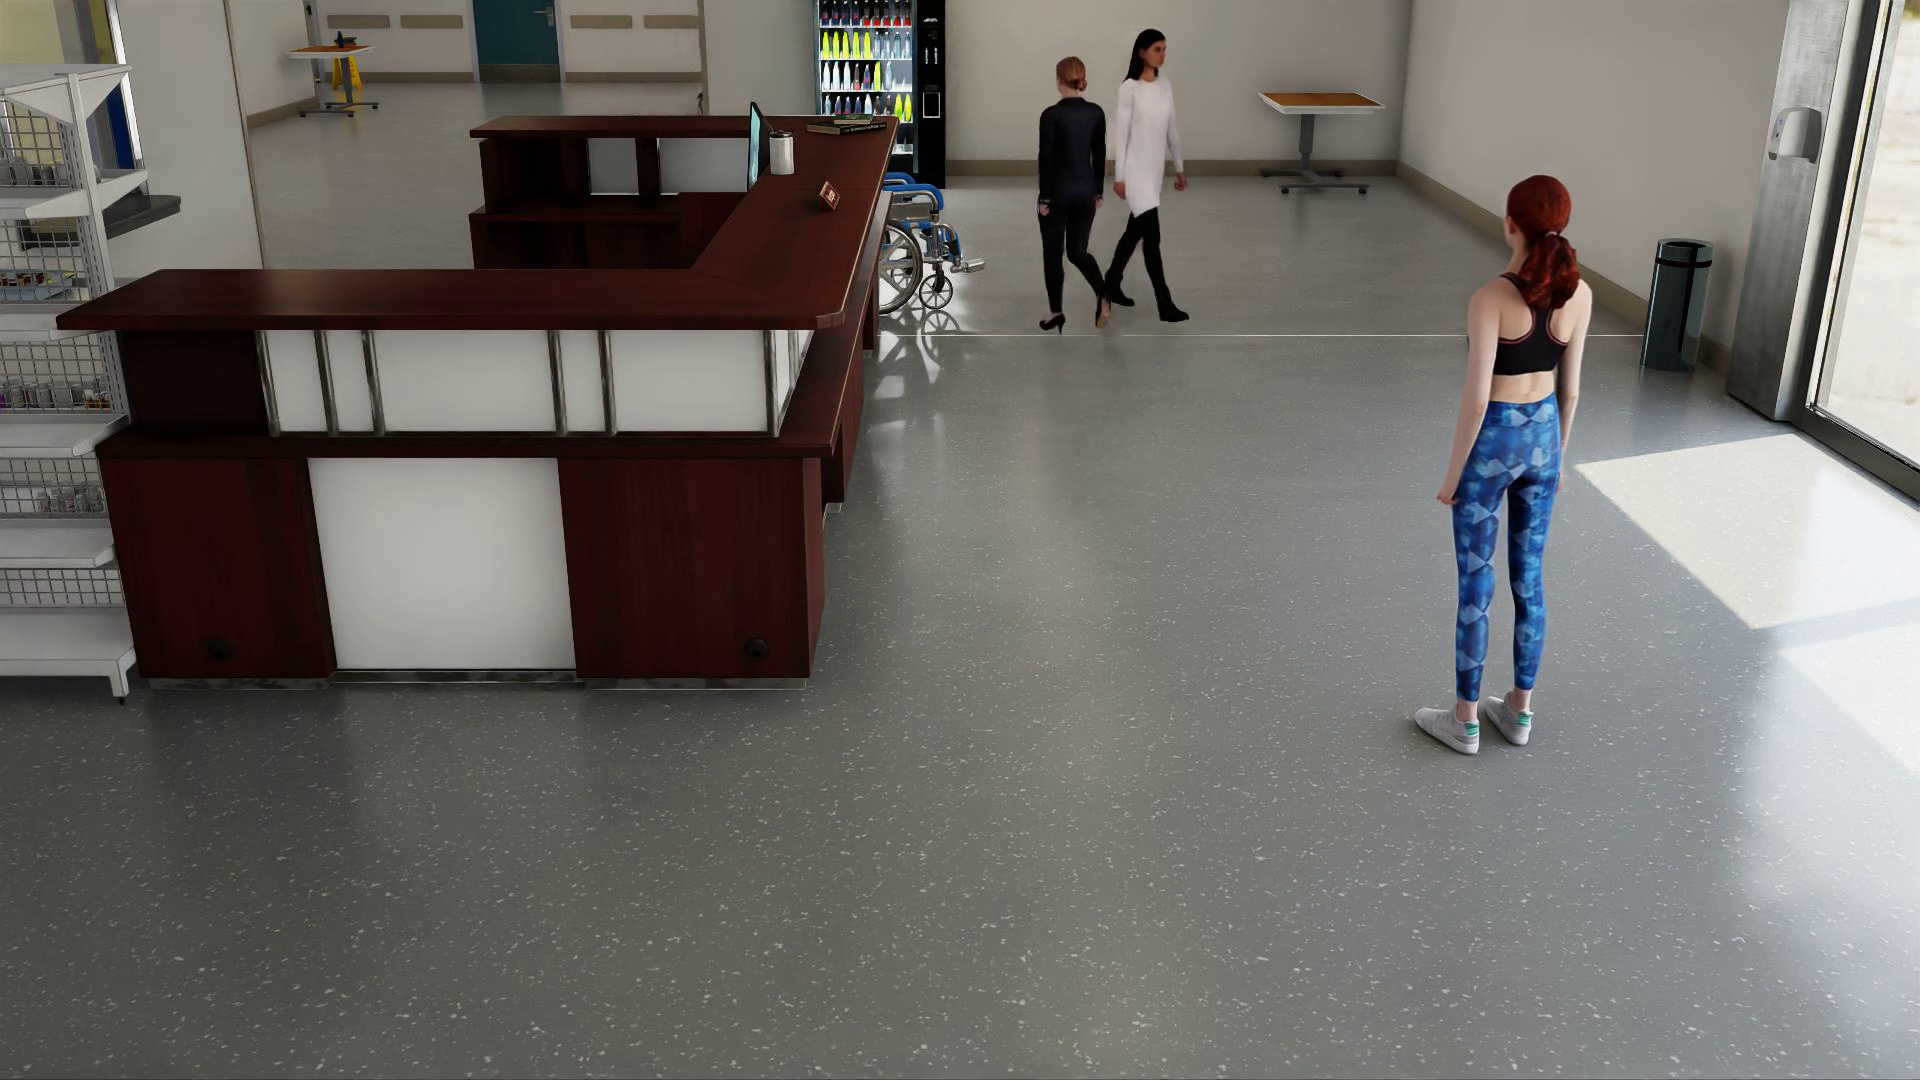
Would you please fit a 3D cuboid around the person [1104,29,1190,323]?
[{"bbox_3d":[1.115,-2.299,10.590,1.067,1.768,1.110,-19,28,-40],"label":"person"}]

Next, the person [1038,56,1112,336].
[{"bbox_3d":[0.697,-2.013,9.971,0.960,1.670,0.935,-11,24,-28],"label":"person"}]

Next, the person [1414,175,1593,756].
[{"bbox_3d":[1.656,-0.205,5.036,0.599,1.784,0.699,-6,21,-15],"label":"person"}]
